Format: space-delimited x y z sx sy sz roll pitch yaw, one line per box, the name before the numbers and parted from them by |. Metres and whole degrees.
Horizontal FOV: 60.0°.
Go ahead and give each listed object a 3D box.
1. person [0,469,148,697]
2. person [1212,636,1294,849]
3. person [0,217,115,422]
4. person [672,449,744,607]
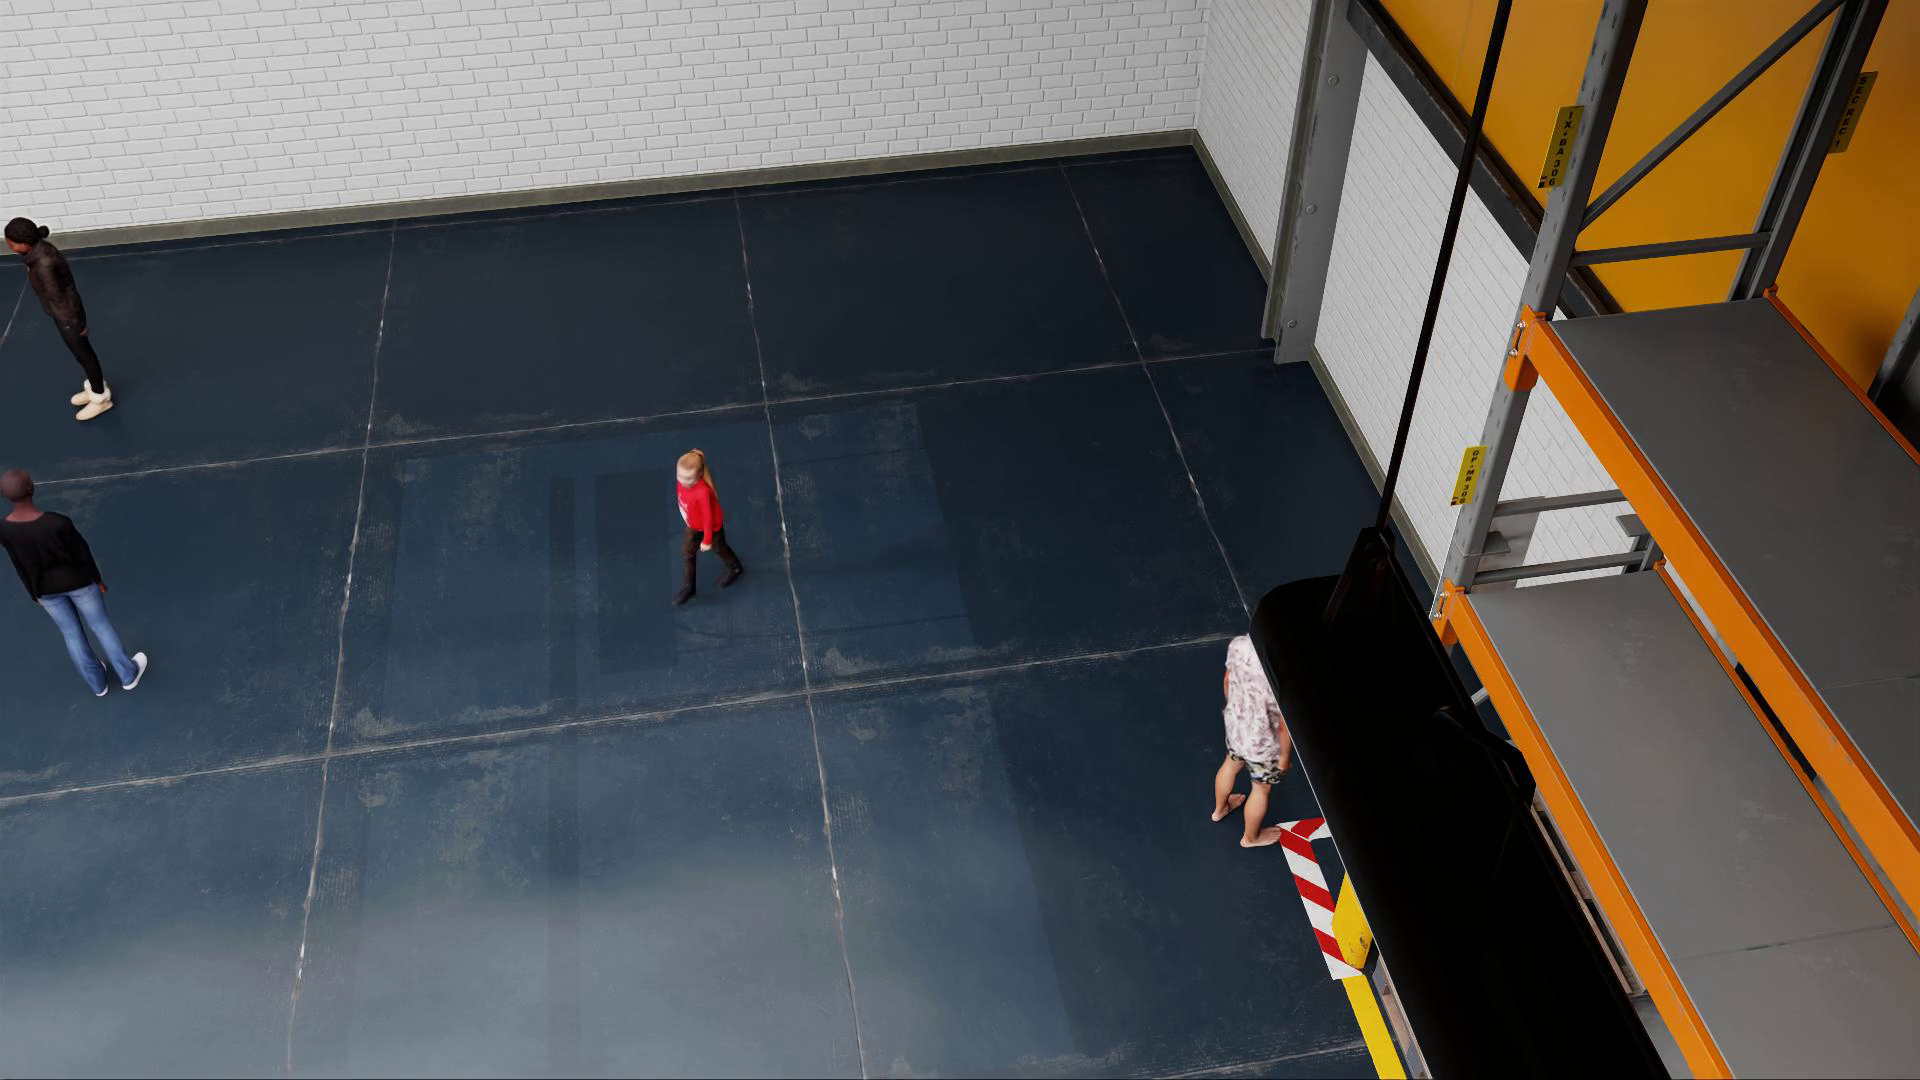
person | -5.481 0.274 10.181 0.593 1.748 0.540 -9 44 -9
person | 1.666 1.046 9.322 0.807 1.815 0.659 -26 50 -25
person | -6.593 -1.672 12.287 0.662 1.660 0.730 26 49 25
person | -1.658 -0.147 10.978 0.845 1.258 0.811 -34 53 -30
